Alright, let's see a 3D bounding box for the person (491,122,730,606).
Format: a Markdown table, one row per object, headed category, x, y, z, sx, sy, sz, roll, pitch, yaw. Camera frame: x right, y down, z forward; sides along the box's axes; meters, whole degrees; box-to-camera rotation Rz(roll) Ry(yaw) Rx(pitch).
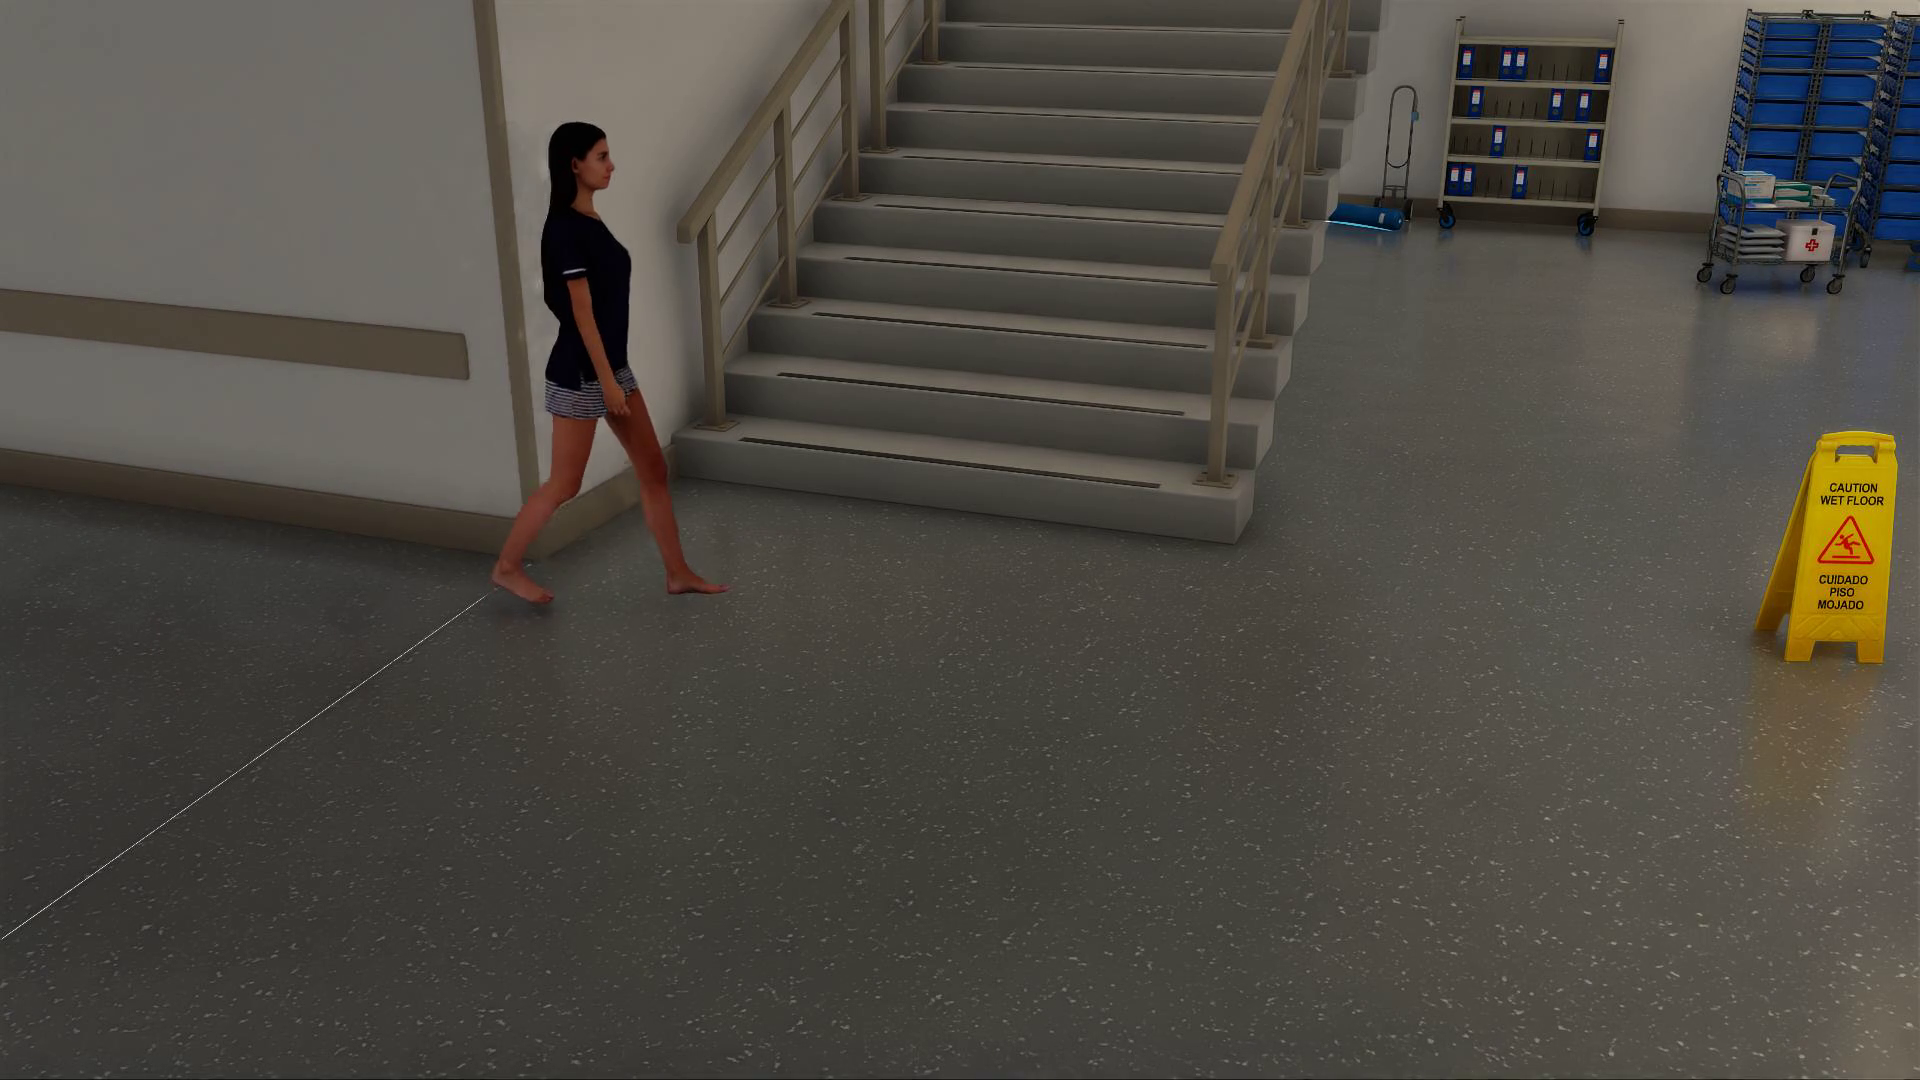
| category | x | y | z | sx | sy | sz | roll | pitch | yaw |
| --- | --- | --- | --- | --- | --- | --- | --- | --- | --- |
| person | -1.385 | -0.551 | 5.889 | 0.794 | 1.727 | 1.073 | 3 | 21 | 7 |
